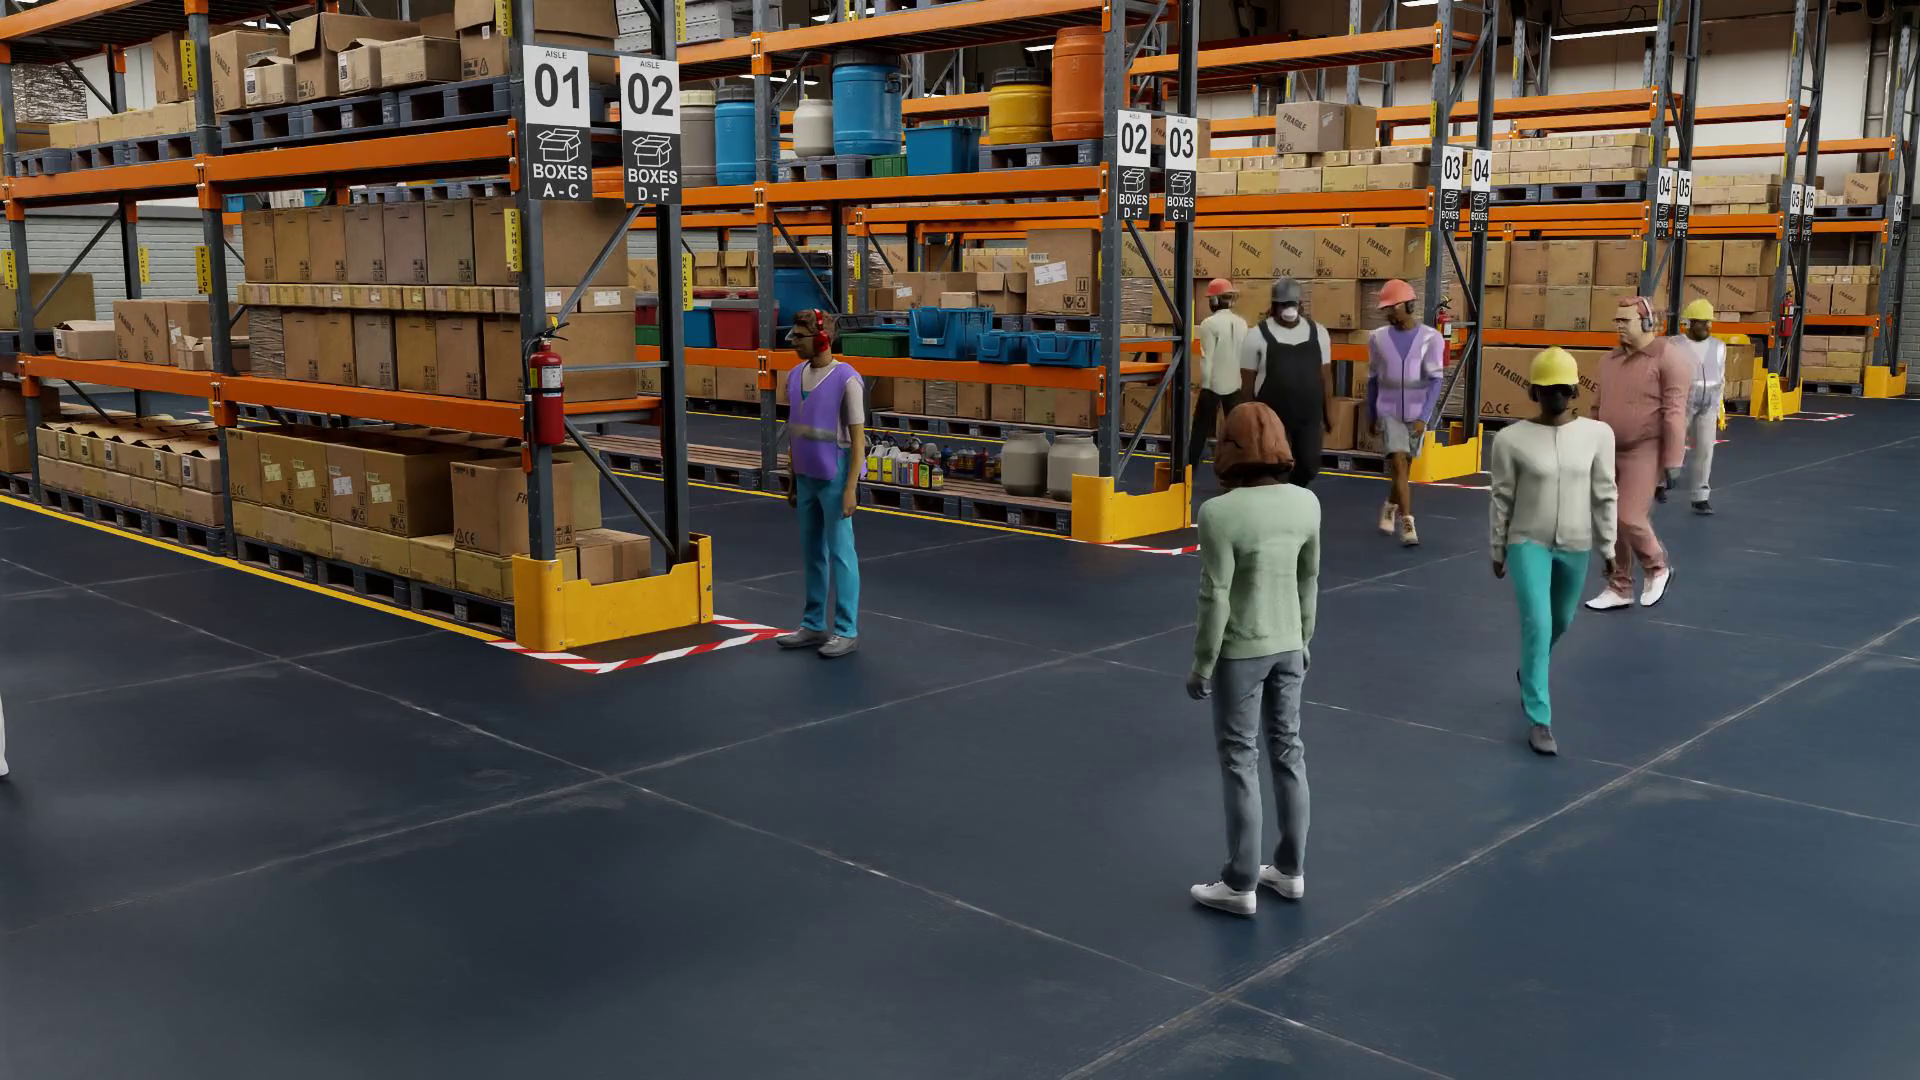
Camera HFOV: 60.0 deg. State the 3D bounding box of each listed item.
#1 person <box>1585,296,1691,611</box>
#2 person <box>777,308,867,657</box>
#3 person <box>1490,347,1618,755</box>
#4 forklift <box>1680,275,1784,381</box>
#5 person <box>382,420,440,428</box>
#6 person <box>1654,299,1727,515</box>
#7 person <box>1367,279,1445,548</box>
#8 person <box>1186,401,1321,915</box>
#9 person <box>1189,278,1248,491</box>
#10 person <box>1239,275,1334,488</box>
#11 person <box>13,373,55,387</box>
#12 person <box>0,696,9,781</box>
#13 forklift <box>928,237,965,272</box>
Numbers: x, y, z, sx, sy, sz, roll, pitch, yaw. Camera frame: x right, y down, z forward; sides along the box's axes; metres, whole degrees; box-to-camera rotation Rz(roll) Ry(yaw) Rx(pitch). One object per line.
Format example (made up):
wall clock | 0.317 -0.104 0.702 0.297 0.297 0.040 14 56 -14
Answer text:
person | 3.988 -0.504 9.927 0.433 1.888 0.665 -4 10 -23
person | -0.712 -0.311 8.897 0.392 1.842 0.564 -8 13 -42
person | 2.594 -0.003 7.373 0.519 1.724 0.890 0 9 1
forklift | 12.480 -3.427 27.053 1.214 2.155 2.313 9 13 43
person | -4.506 -1.159 13.714 0.607 1.966 0.367 -8 13 -42
person | 6.217 -1.160 14.228 0.599 1.806 0.840 0 9 -1
person | 3.347 -0.971 12.565 0.568 1.973 0.972 3 10 18
person | 0.937 0.374 5.335 0.505 1.631 0.278 -6 11 -33
person | 2.355 -1.449 15.506 0.662 1.951 0.944 -7 11 -35
person | 2.460 -0.987 12.565 0.700 2.000 0.749 -1 9 -8
person | -11.222 -2.145 20.196 0.490 1.821 0.611 6 11 31
person | -3.981 0.189 6.485 0.315 1.629 0.508 1 9 7
forklift | -0.326 -5.817 39.609 1.129 2.768 1.873 9 13 43
